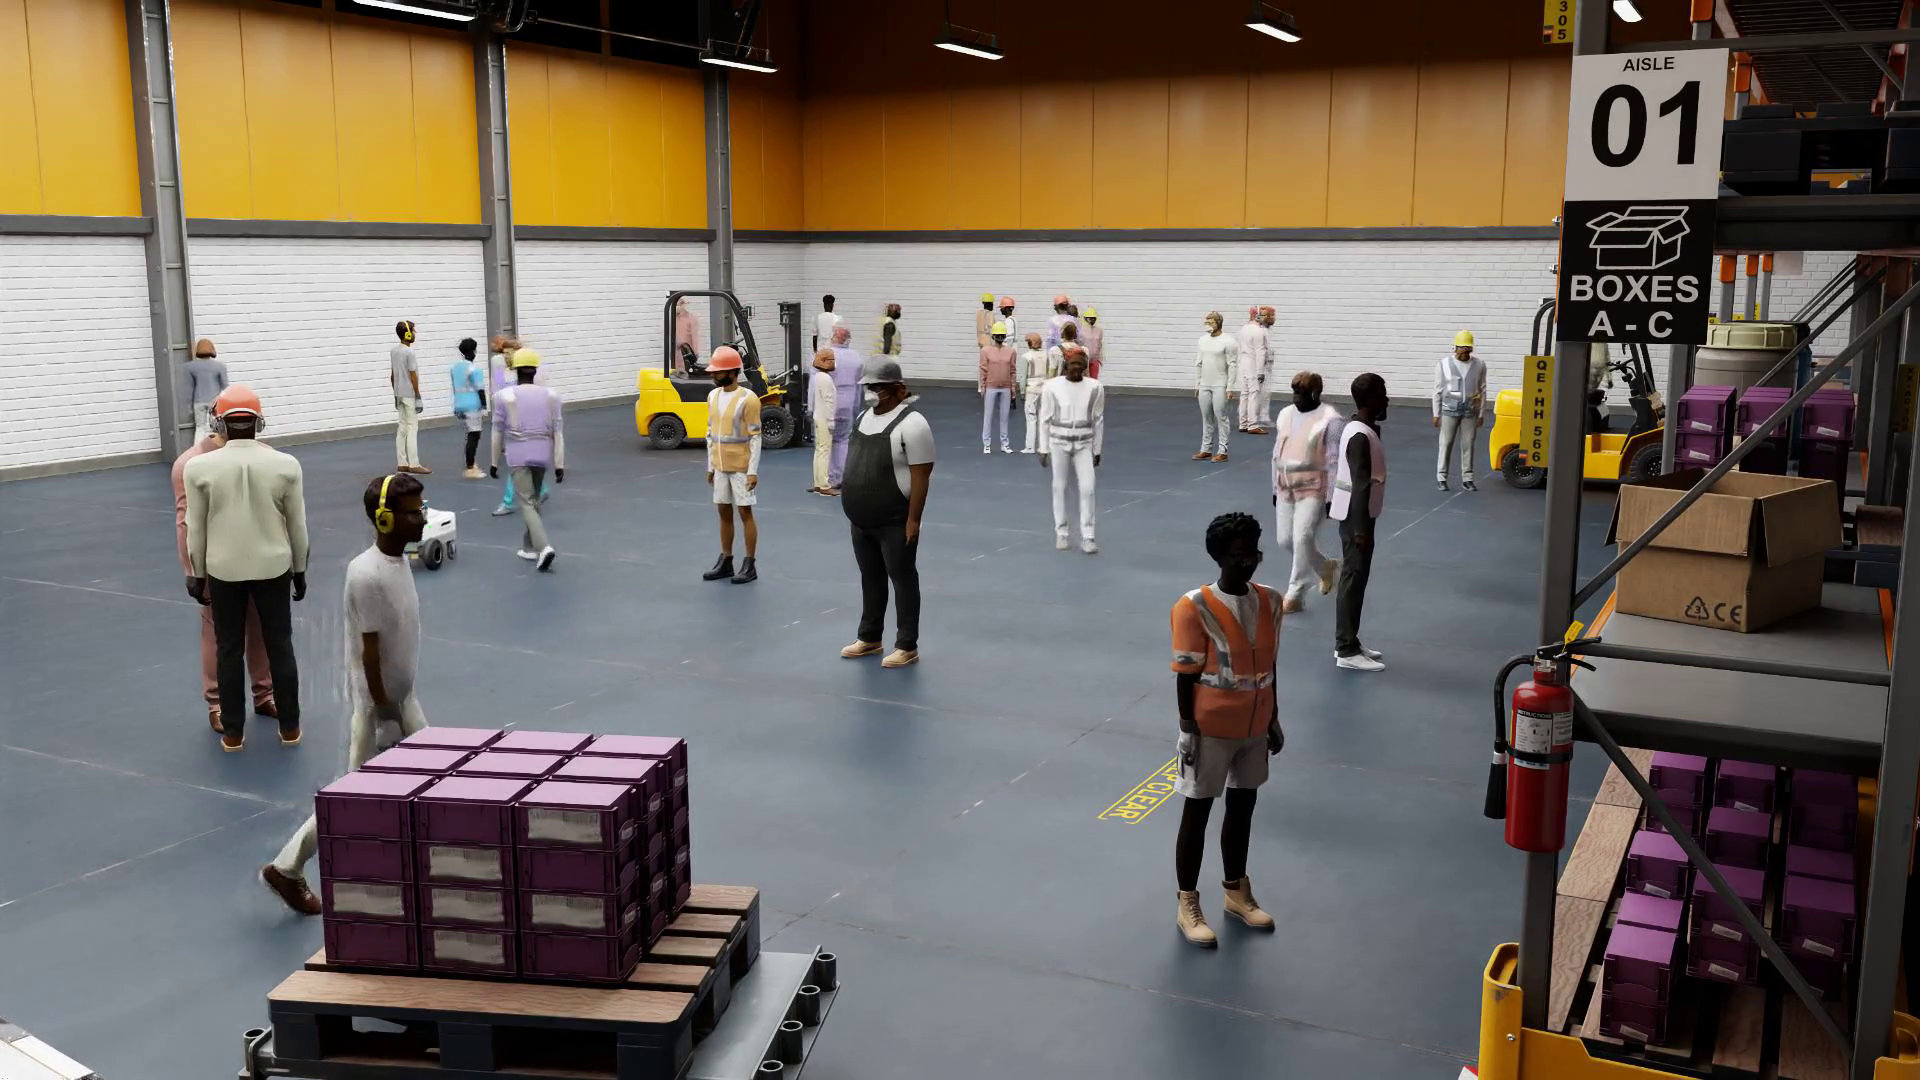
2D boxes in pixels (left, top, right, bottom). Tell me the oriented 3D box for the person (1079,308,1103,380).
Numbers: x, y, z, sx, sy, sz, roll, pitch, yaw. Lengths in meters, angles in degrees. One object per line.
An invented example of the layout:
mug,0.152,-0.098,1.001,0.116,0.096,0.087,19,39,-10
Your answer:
person,2.197,-3.037,28.109,0.524,1.768,0.313,-6,11,-29

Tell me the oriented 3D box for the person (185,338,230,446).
person,-9.407,-1.713,20.855,0.508,1.630,0.414,-1,10,-8

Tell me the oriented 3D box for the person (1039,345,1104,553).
person,1.007,-0.803,14.917,0.599,1.859,0.765,-1,10,-3

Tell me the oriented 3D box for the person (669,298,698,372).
person,-5.035,-3.411,29.912,0.667,1.888,0.436,5,11,27

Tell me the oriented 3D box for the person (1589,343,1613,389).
person,9.230,-2.384,24.277,0.616,1.781,0.924,-3,10,-18

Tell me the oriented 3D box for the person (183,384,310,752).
person,-3.853,0.152,9.032,0.607,1.987,0.412,-5,11,-28

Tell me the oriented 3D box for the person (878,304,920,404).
person,-1.177,-3.288,29.478,0.951,1.781,0.749,-1,10,-8

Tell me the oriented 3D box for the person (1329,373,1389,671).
person,2.596,-0.125,10.809,0.390,1.920,0.591,2,10,12

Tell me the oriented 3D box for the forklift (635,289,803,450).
forklift,-3.358,-2.392,23.136,2.313,2.155,1.214,-1,10,-5

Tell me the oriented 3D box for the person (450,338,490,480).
person,-5.814,-1.568,19.842,0.570,1.674,0.475,8,13,39

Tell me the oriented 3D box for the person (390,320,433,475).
person,-6.712,-1.730,20.234,0.520,1.874,0.332,8,13,41

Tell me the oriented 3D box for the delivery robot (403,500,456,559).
delivery robot,-4.640,-0.099,14.329,0.477,0.478,0.707,1,10,8

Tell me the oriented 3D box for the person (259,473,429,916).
person,-2.371,0.636,6.662,0.917,1.836,0.507,1,10,5

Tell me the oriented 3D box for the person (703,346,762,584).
person,-1.864,-0.607,13.555,0.547,1.934,0.376,7,12,35

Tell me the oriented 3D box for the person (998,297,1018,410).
person,0.813,-3.207,28.593,0.361,1.935,0.553,1,10,8

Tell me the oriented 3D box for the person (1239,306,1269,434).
person,4.394,-2.528,24.757,0.400,1.907,0.645,-2,10,-13

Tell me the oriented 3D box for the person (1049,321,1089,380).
person,1.358,-1.805,20.744,0.513,1.844,0.328,0,10,0

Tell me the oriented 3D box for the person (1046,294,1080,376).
person,1.644,-3.008,27.233,0.688,2.009,0.722,-5,11,-25

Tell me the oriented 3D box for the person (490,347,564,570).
person,-3.676,-0.704,14.256,0.586,1.891,0.905,-8,13,-40

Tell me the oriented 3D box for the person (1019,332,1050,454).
person,1.014,-1.969,22.323,0.516,1.629,0.320,-8,13,-38

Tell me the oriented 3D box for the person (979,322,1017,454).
person,0.513,-2.035,22.306,0.524,1.769,0.308,-3,10,-17

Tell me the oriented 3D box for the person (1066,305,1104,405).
person,2.067,-3.218,29.151,1.054,1.764,0.631,3,10,15

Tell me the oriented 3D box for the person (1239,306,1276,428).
person,4.625,-2.652,25.559,0.510,1.872,0.644,6,12,32

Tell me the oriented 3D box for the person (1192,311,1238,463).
person,3.276,-1.966,21.407,0.355,1.938,0.637,-8,13,-39

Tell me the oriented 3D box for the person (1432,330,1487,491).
person,5.638,-1.456,18.788,0.590,1.823,0.403,1,10,6

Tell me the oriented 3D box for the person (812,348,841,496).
person,-1.490,-1.310,18.490,0.279,1.634,0.499,-3,10,-17

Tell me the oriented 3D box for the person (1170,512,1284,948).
person,1.051,0.728,6.515,0.533,1.697,0.318,-6,11,-31

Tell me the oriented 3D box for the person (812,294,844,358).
person,-2.302,-3.337,29.286,0.603,1.959,0.374,2,10,12

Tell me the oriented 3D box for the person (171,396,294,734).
person,-4.074,0.122,9.418,0.403,1.904,0.651,7,12,36

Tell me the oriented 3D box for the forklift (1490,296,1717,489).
forklift,7.296,-1.677,18.993,2.313,2.155,1.214,5,11,27

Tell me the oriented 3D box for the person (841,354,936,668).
person,-0.518,-0.194,10.854,0.682,2.000,0.537,10,14,44

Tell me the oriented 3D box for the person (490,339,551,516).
person,-4.583,-1.192,17.322,0.579,1.808,0.942,5,11,28

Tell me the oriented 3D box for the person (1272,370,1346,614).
person,2.624,-0.372,12.512,0.709,1.823,0.639,-7,12,-35

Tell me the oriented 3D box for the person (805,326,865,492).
person,-1.476,-1.492,18.909,0.813,1.866,0.402,-8,12,-38

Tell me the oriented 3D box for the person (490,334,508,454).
person,-6.038,-1.937,22.172,0.452,1.620,0.500,3,10,17

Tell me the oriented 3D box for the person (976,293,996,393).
person,0.522,-3.759,31.812,0.361,1.930,0.587,-5,11,-28
